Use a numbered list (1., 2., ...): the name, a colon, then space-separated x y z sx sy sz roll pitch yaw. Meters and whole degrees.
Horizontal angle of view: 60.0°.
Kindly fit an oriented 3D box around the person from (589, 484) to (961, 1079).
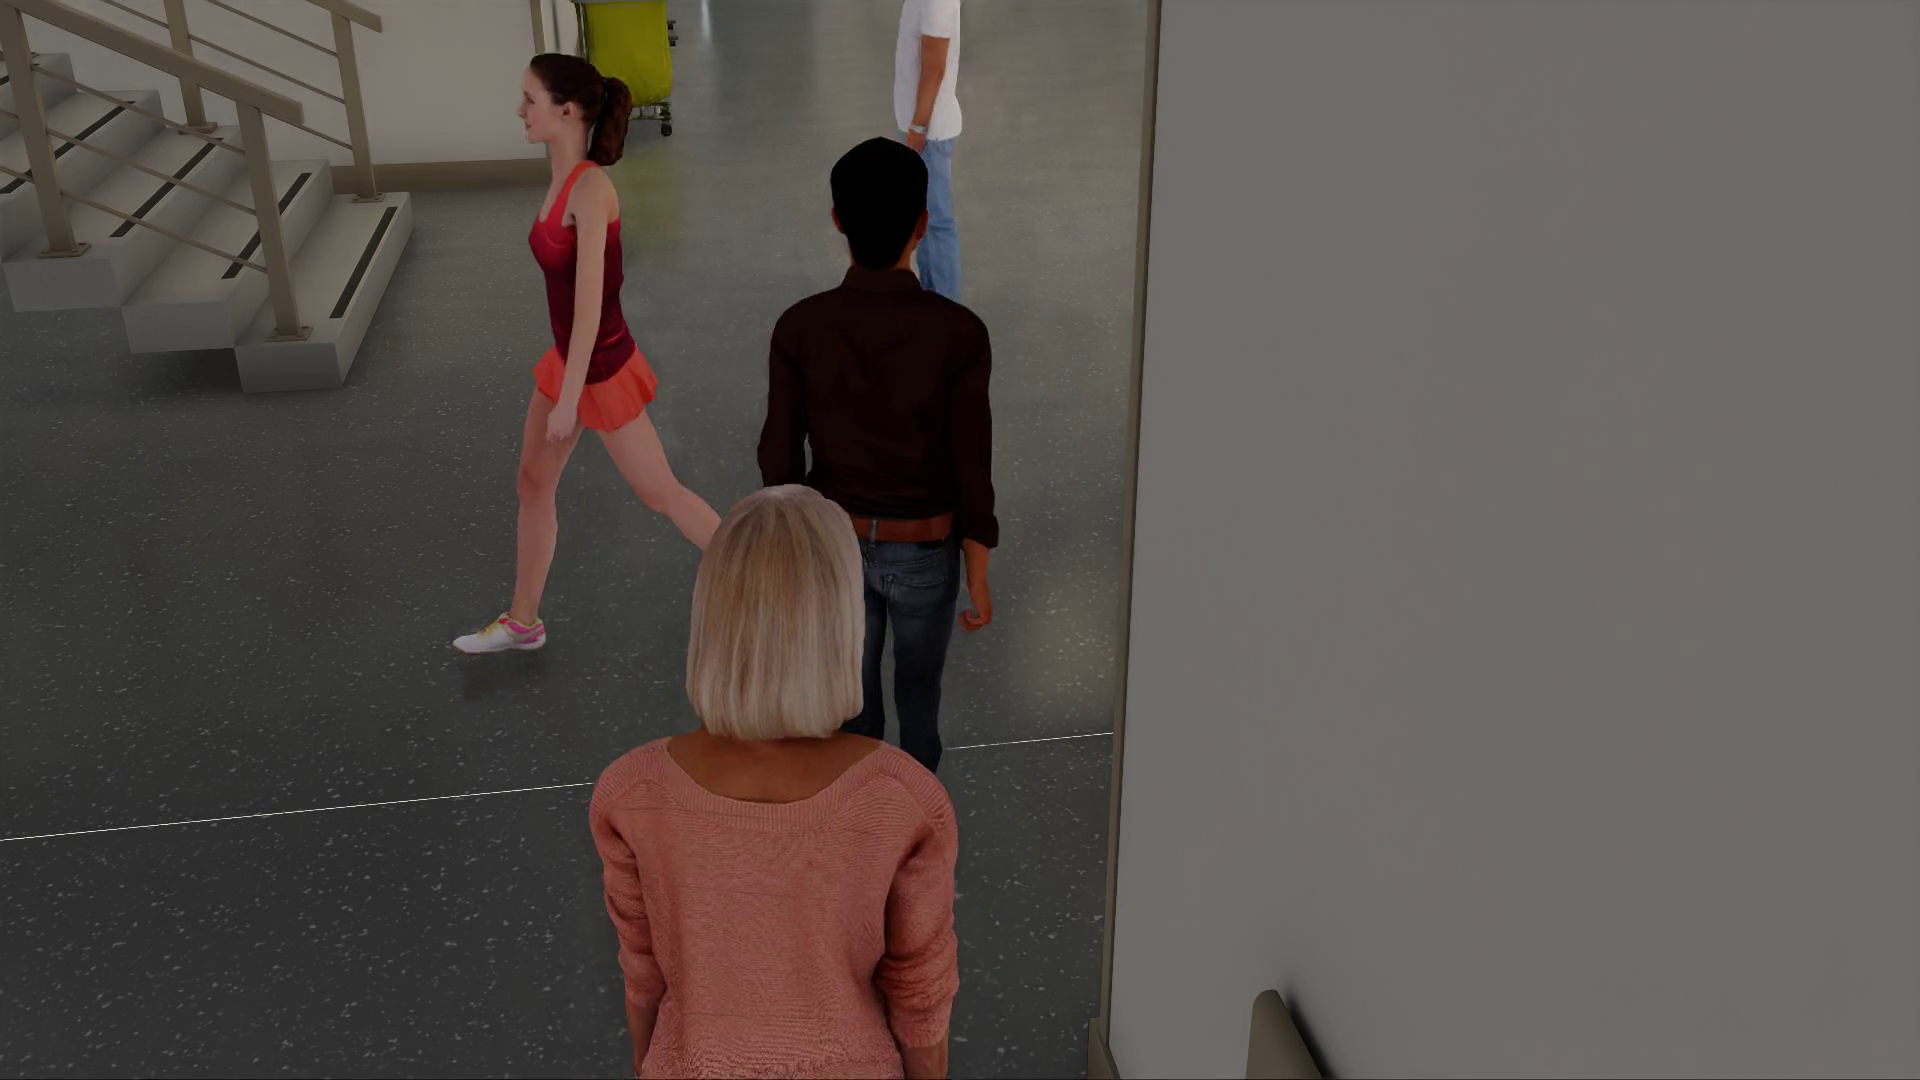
1. person: -0.224 0.776 2.109 0.648 1.713 0.689 -2 26 -4

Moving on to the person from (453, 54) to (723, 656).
1. person: -0.925 -0.444 4.645 1.206 1.709 0.771 -11 28 -22

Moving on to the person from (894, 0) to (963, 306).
1. person: -0.096 -1.863 7.410 0.695 1.863 0.731 1 26 2

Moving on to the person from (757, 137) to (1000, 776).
1. person: -0.177 0.099 3.491 1.132 1.733 0.911 2 26 4
